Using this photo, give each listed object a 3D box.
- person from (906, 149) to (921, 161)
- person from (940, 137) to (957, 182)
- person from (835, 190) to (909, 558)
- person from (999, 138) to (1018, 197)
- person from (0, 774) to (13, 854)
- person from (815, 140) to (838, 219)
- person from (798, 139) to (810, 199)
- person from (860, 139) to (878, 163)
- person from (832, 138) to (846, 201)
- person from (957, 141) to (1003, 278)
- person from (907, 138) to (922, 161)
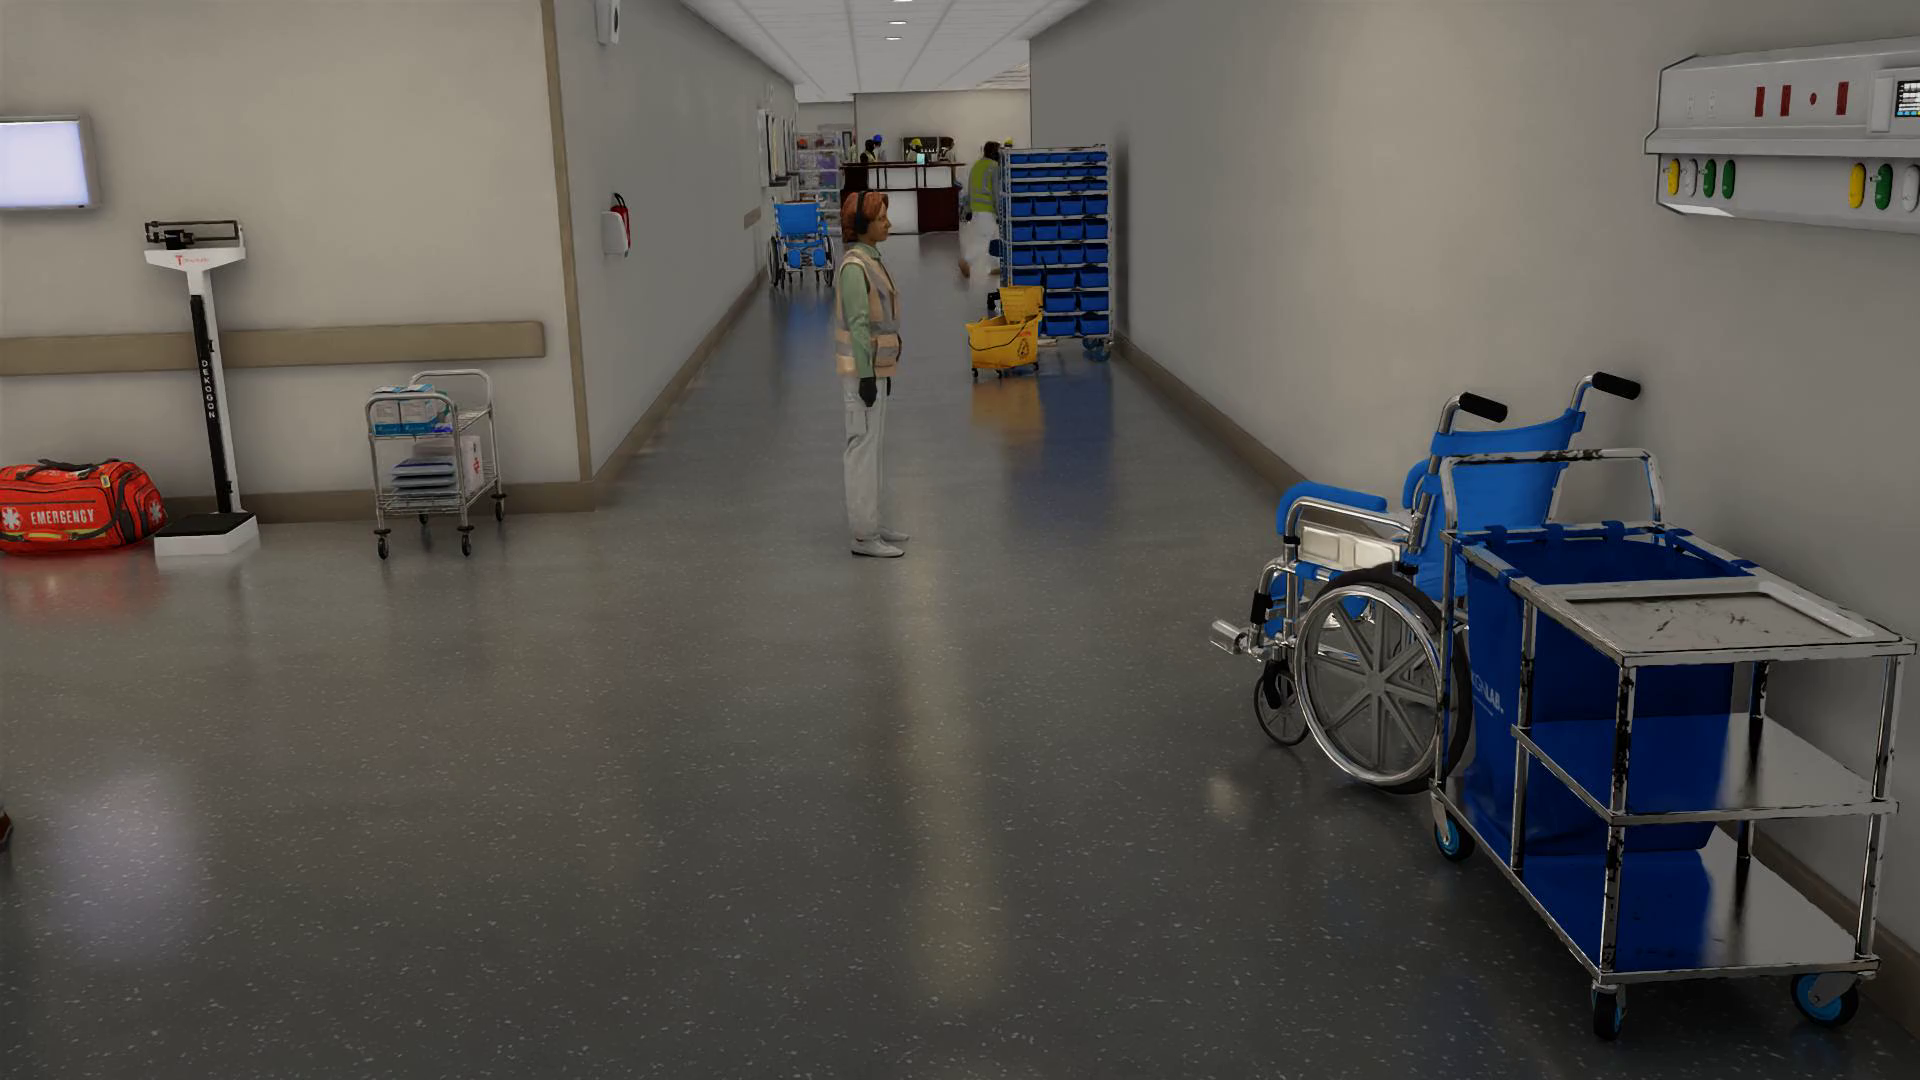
[{"bbox_3d":[-1.075,-9.097,41.688,0.522,1.763,0.334,0,14,5],"label":"person"},{"bbox_3d":[-0.250,-8.490,38.922,0.346,1.841,0.506,-11,16,-33],"label":"person"},{"bbox_3d":[-0.410,-0.749,7.547,0.309,1.641,0.514,-1,14,4],"label":"person"},{"bbox_3d":[1.231,-9.117,41.508,0.538,1.765,0.334,6,16,29],"label":"person"},{"bbox_3d":[-2.879,-0.047,4.329,0.627,1.940,0.375,-13,18,-38],"label":"person"},{"bbox_3d":[-3.330,-8.567,39.554,0.718,1.866,0.585,-1,14,3],"label":"person"},{"bbox_3d":[-4.055,-9.268,42.460,0.567,1.901,0.563,-7,15,-20],"label":"person"},{"bbox_3d":[-2.198,-8.932,40.974,0.429,1.841,0.631,4,15,23],"label":"person"},{"bbox_3d":[-3.733,-11.300,50.770,0.628,1.884,0.986,2,14,15],"label":"person"},{"bbox_3d":[0.283,-4.403,22.153,0.861,1.801,0.645,-10,16,-30],"label":"person"},{"bbox_3d":[-1.044,-8.590,39.455,0.403,1.826,0.595,-4,14,-10],"label":"person"}]
